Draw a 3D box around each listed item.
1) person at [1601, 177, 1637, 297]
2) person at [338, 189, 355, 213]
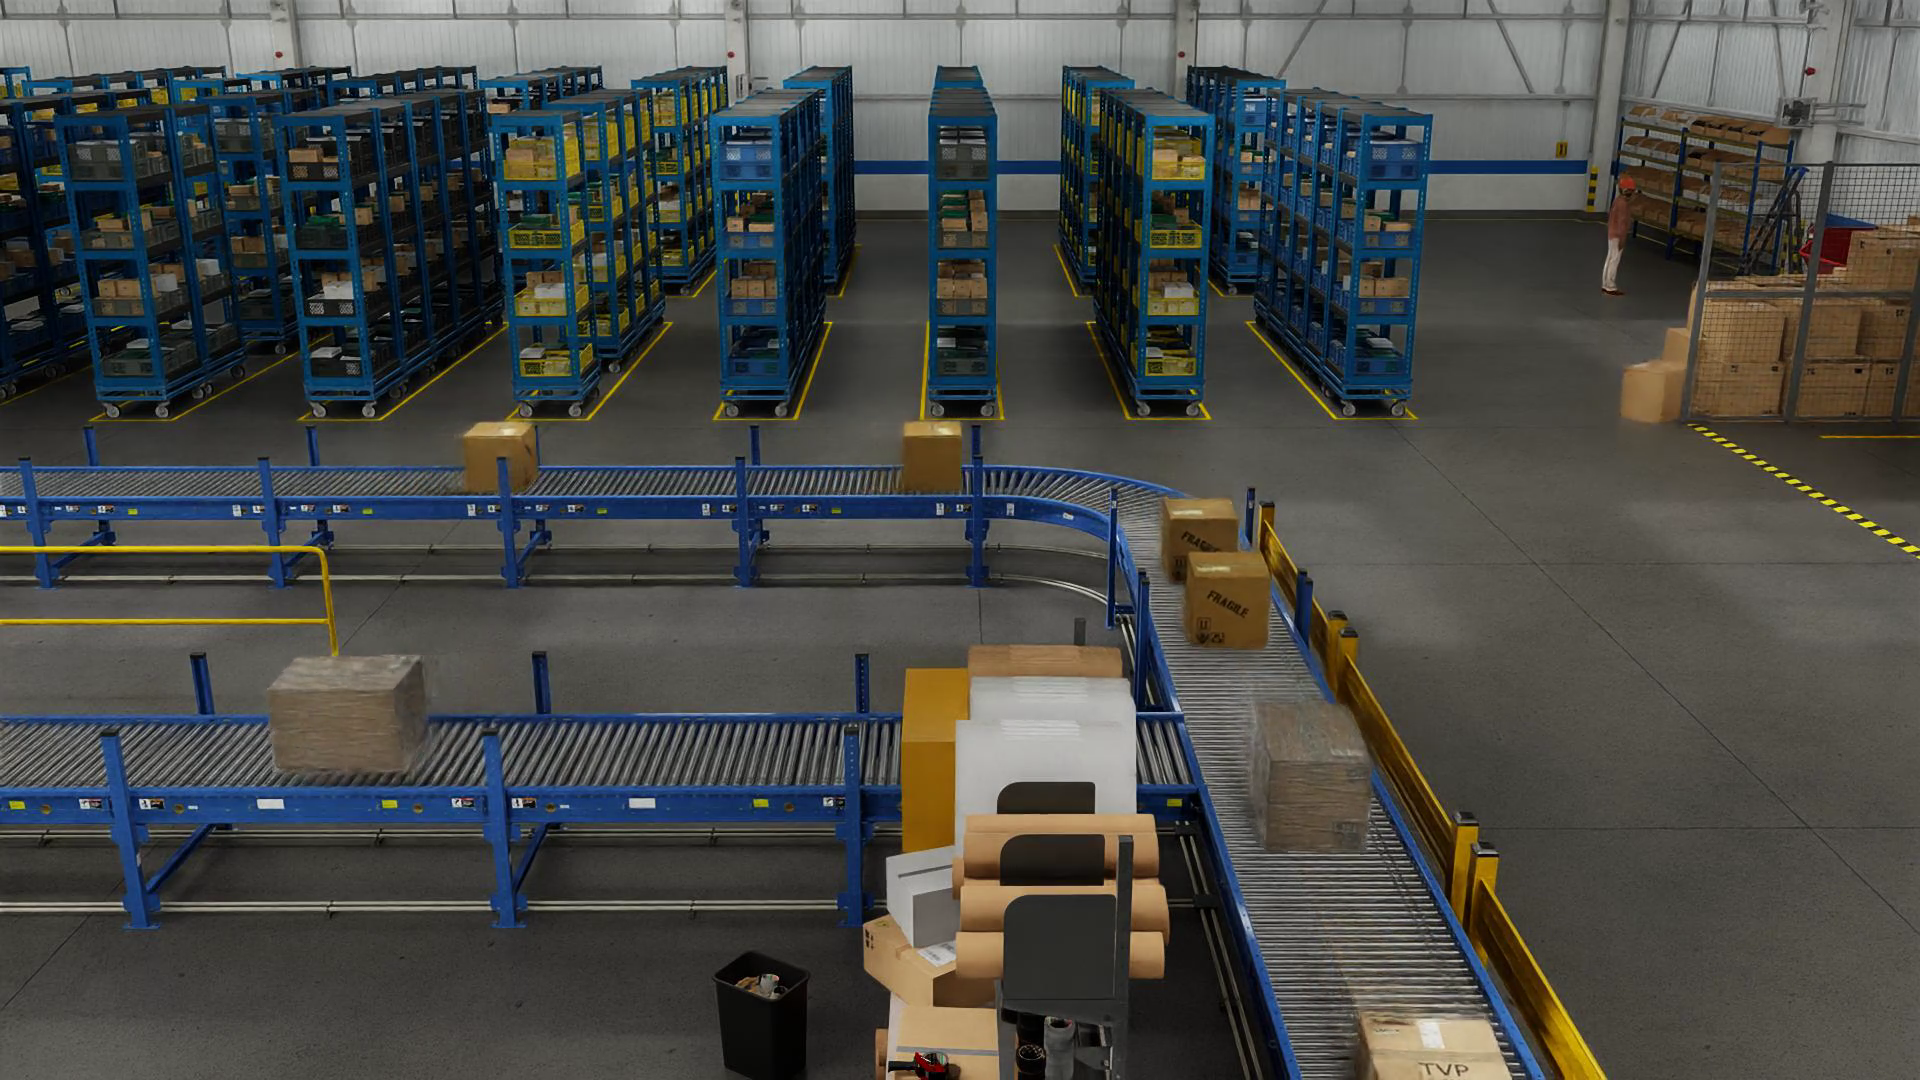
[{"bbox_3d":[11.209,-5.156,28.293,0.392,1.995,0.612,3,18,9],"label":"person"},{"bbox_3d":[-11.252,-5.862,30.732,0.404,1.830,0.588,-7,19,-21],"label":"person"}]
